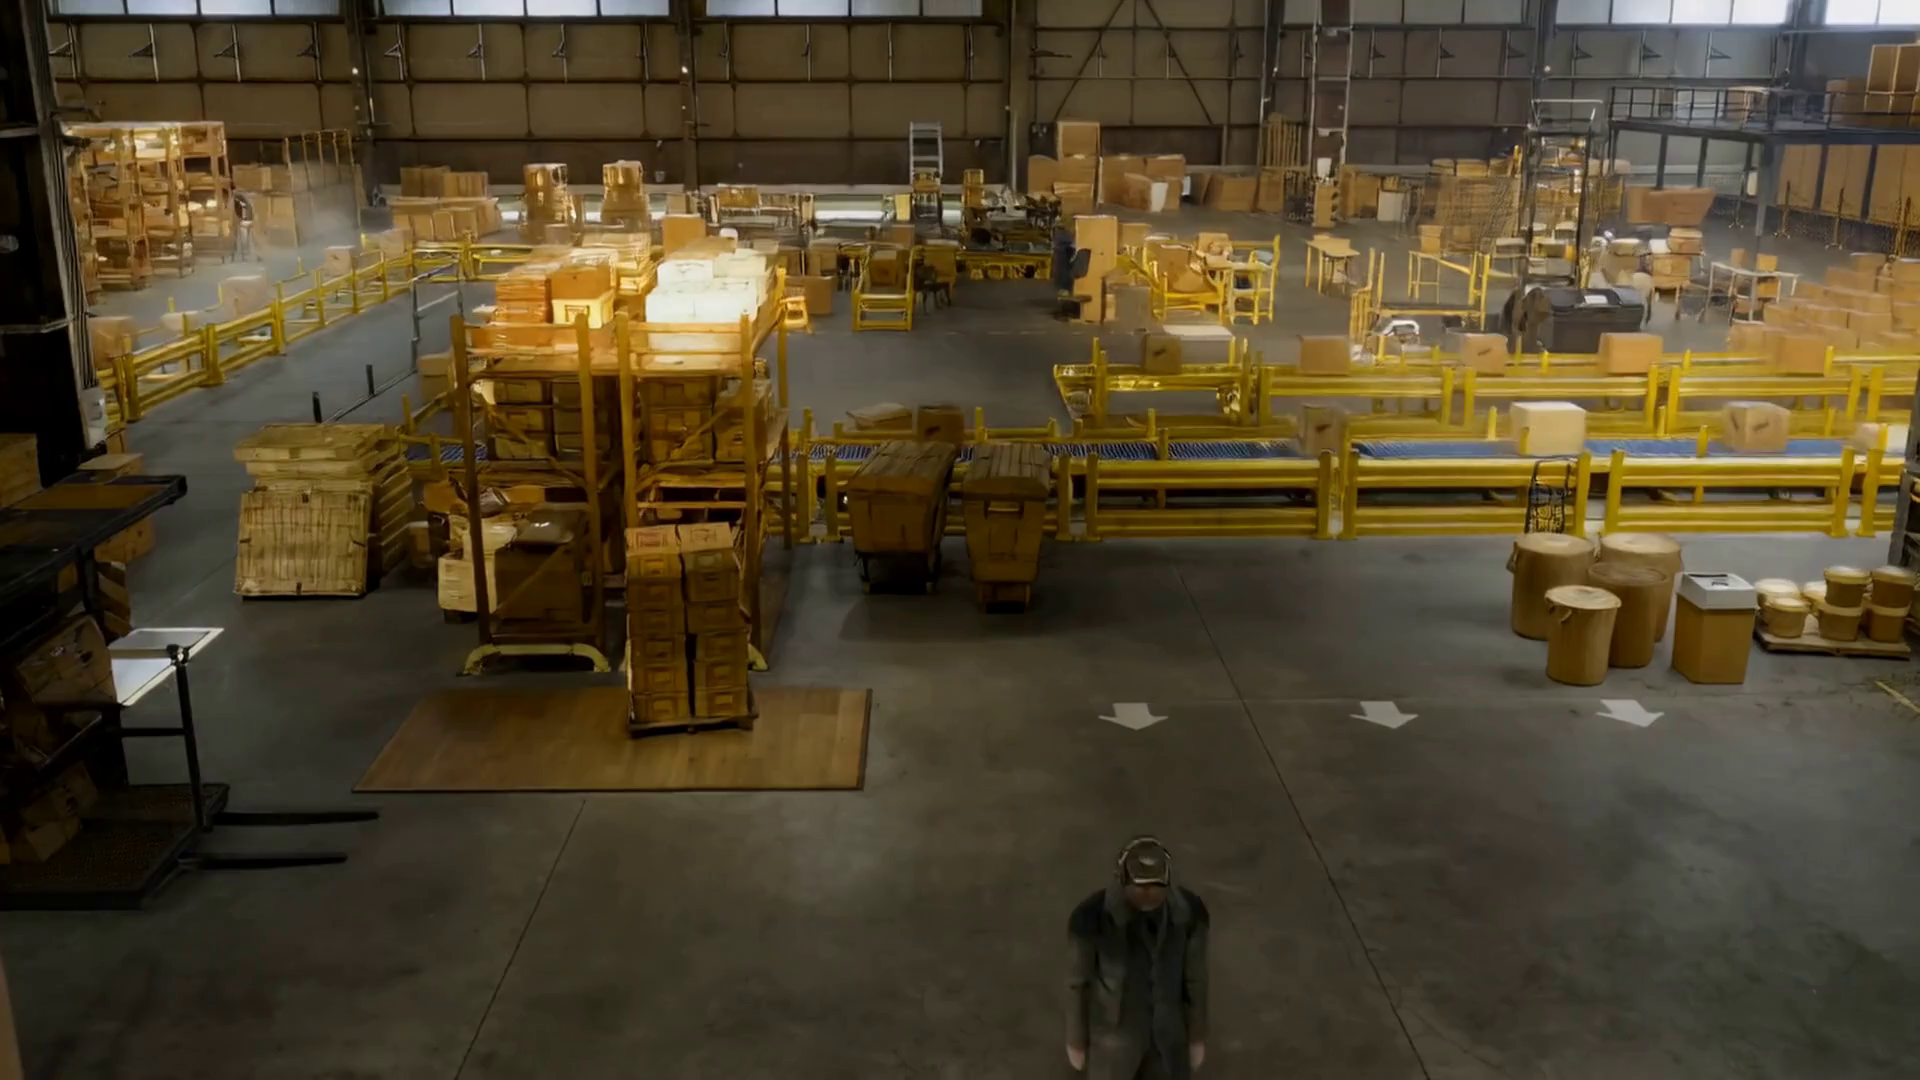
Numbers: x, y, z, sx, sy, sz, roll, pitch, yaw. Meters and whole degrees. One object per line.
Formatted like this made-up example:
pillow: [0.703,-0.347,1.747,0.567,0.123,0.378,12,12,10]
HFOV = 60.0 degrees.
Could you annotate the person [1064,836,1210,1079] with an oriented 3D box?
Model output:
person: [0.779,2.153,7.363,0.646,1.890,0.579,-2,16,-8]

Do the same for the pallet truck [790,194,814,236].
pallet truck: [-4.814,-9.883,50.259,0.704,1.261,1.522,-1,16,-3]

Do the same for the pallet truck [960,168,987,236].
pallet truck: [0.383,-10.230,50.206,0.823,1.965,1.885,-1,16,-3]

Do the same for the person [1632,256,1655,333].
person: [11.762,-4.001,28.850,0.874,1.843,0.526,-4,17,-13]

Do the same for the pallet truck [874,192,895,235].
pallet truck: [-2.277,-9.986,50.594,0.653,1.274,1.630,0,16,-1]

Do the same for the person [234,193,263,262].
person: [-18.534,-8.122,43.276,0.593,1.785,0.946,-12,20,-35]

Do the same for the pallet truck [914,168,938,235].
pallet truck: [-0.989,-10.316,50.507,0.823,1.965,1.885,1,16,3]

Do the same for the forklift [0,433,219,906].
forklift: [-5.952,0.780,10.366,1.873,2.768,1.129,0,16,-1]

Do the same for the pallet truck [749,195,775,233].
pallet truck: [-6.051,-9.967,50.660,0.680,1.201,1.601,0,16,-1]

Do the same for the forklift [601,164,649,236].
forklift: [-9.948,-10.127,49.296,1.157,1.987,2.680,-1,16,-3]

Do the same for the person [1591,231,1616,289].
person: [13.233,-5.543,34.412,0.484,1.724,0.562,4,17,15]

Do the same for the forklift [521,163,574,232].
forklift: [-12.233,-10.122,49.298,1.157,1.987,2.680,0,16,-1]
